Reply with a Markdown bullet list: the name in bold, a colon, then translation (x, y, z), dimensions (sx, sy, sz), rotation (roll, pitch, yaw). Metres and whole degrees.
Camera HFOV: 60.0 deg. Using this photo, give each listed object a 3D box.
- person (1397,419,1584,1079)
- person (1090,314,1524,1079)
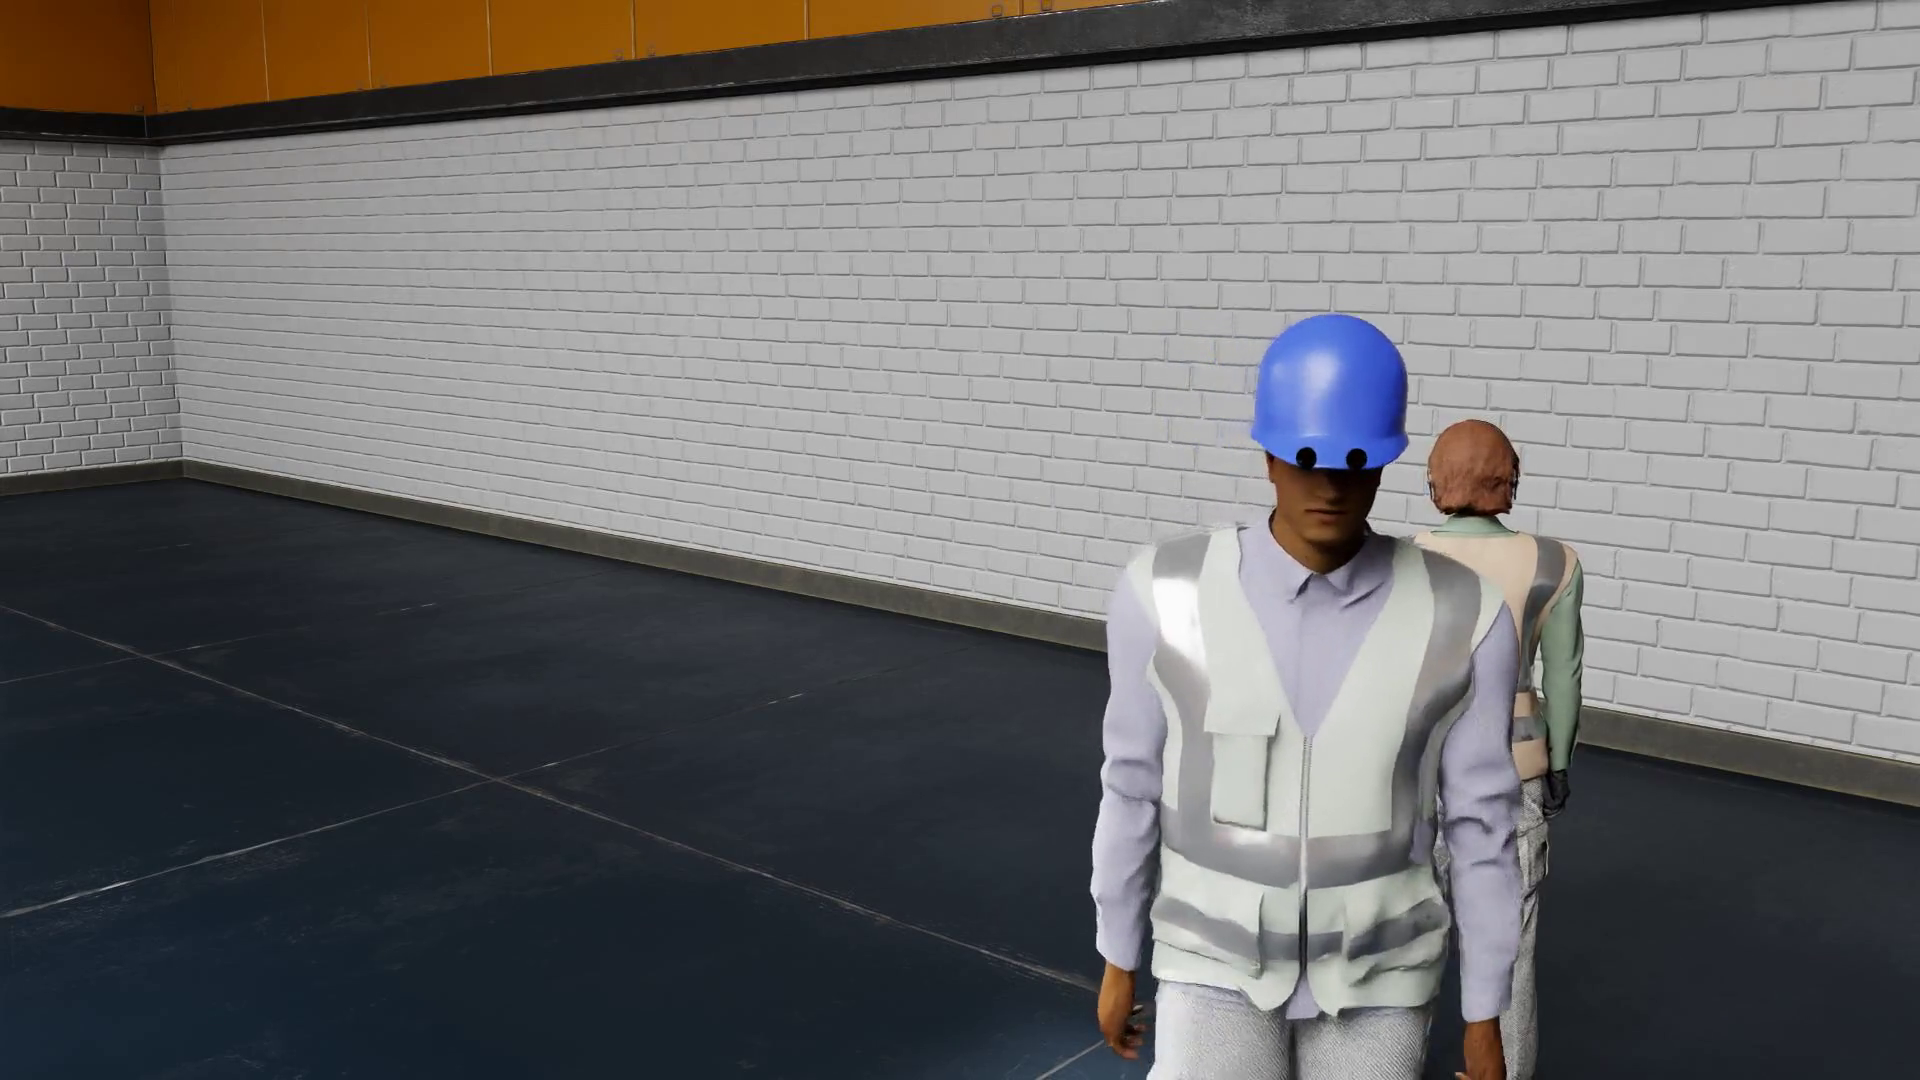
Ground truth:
- **person**: translation (1.169, 0.536, 3.870), dimensions (0.514, 1.640, 0.310), rotation (2, 10, 9)
- **person**: translation (0.504, 0.634, 2.461), dimensions (0.631, 1.930, 0.437), rotation (1, 10, 8)
